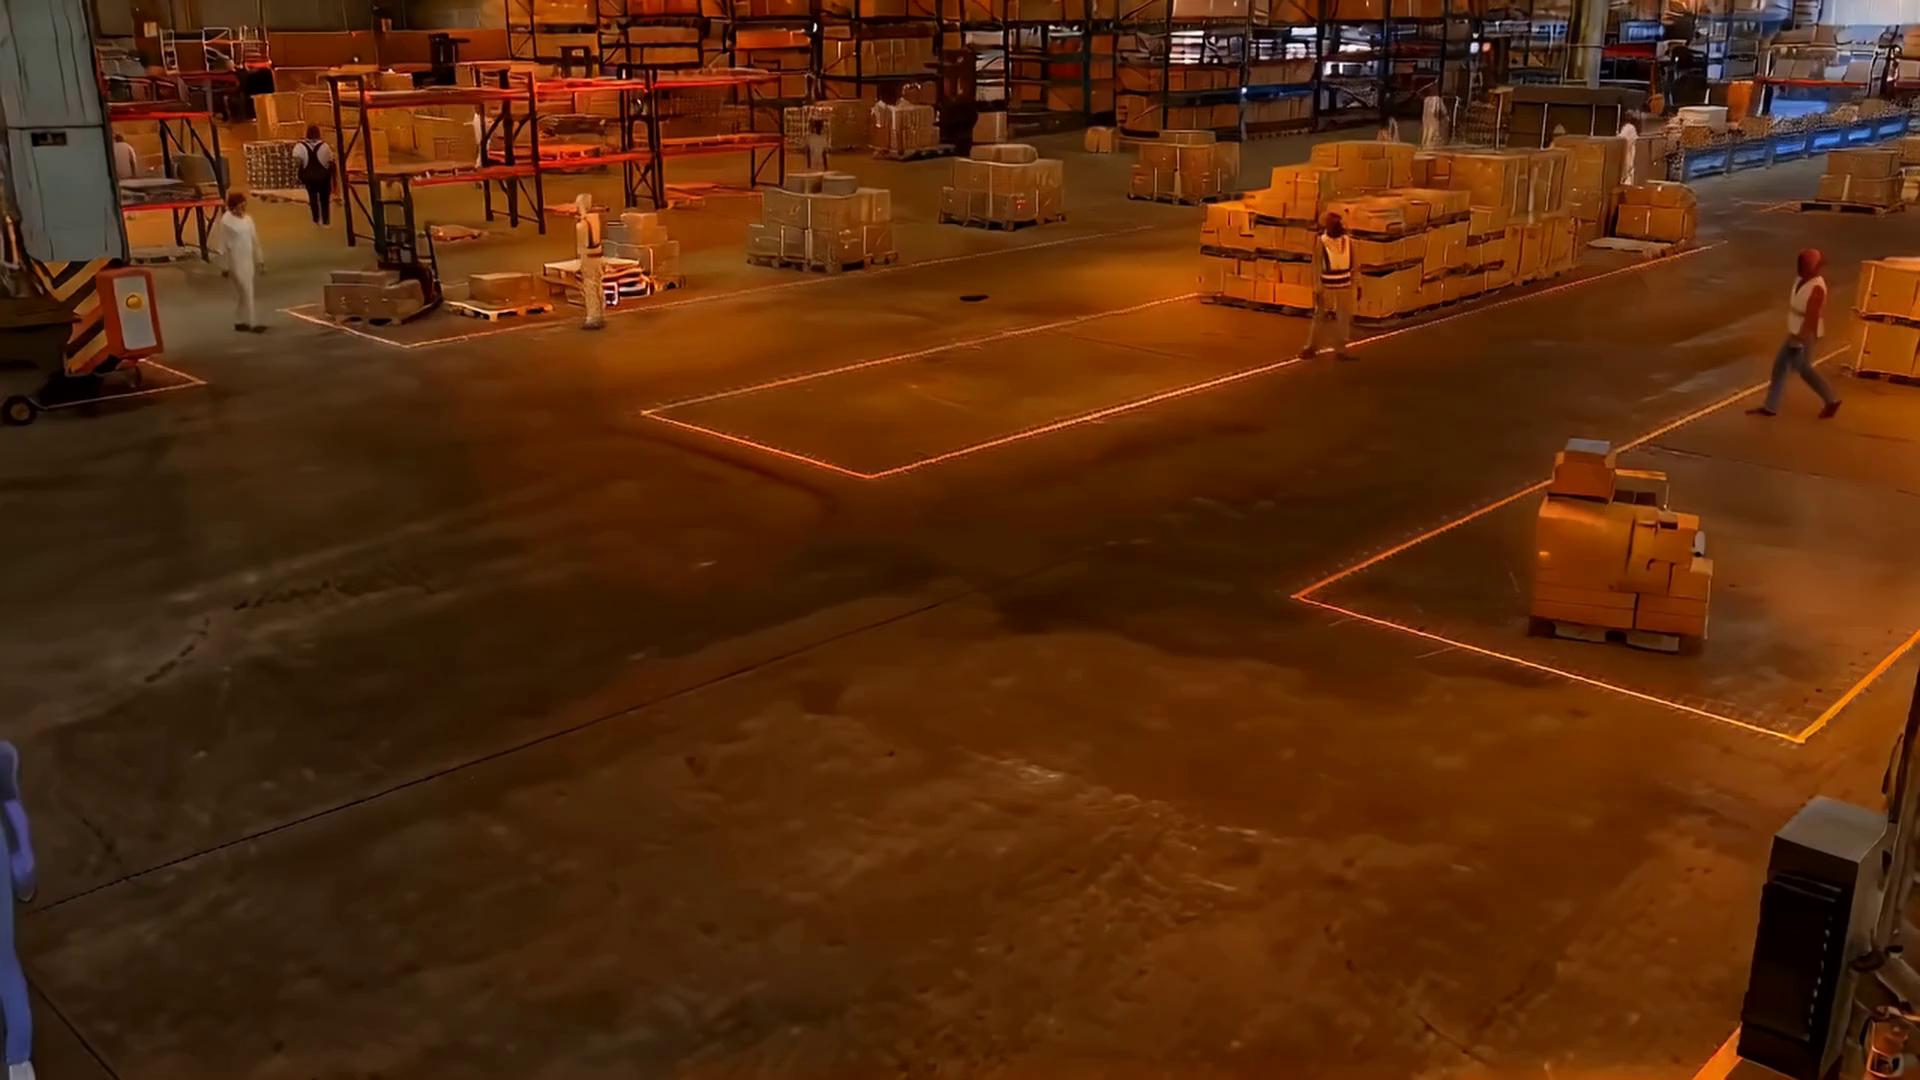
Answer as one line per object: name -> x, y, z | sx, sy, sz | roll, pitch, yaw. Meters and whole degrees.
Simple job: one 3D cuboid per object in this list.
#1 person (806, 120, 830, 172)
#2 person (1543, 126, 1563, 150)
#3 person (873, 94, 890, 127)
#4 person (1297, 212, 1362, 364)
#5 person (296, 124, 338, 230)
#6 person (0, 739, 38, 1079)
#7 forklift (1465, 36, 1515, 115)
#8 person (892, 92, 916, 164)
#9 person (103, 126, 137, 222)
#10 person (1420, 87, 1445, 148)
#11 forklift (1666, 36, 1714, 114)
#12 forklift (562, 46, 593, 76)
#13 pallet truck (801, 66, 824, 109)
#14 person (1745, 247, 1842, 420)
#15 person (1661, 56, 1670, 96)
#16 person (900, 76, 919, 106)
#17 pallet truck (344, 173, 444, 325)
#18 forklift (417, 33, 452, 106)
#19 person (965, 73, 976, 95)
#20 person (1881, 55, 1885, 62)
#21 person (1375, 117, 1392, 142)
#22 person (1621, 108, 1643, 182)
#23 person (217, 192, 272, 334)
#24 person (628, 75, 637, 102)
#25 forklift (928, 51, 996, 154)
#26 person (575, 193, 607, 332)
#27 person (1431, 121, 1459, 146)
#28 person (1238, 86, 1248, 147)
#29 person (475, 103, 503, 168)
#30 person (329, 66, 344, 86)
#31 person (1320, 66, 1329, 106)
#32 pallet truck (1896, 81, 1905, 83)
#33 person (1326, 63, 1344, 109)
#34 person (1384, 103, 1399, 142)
person -> -3.047, -8.099, 35.793 | 0.510, 1.847, 0.386 | 17, 25, 41
person -> 11.783, -7.239, 33.065 | 0.551, 1.934, 0.373 | -2, 18, -6
person -> -2.265, -12.118, 48.264 | 0.511, 1.623, 0.398 | 3, 19, 8
person -> 4.666, -3.161, 20.849 | 0.737, 1.897, 0.431 | -2, 18, -7
person -> -12.596, -7.166, 32.685 | 0.701, 2.000, 0.972 | -4, 19, -11
person -> -4.272, 1.417, 7.162 | 0.528, 1.834, 0.927 | -9, 20, -25
forklift -> 19.973, -17.201, 61.605 | 1.873, 2.768, 1.129 | 16, 24, 40
person -> -1.530, -11.146, 44.916 | 0.633, 1.898, 1.010 | -4, 19, -12
person -> -16.923, -7.393, 33.608 | 0.926, 1.891, 0.588 | 16, 24, 39
person -> 13.310, -11.796, 46.894 | 0.653, 1.875, 0.873 | 14, 23, 37
forklift -> 27.341, -17.291, 61.877 | 1.129, 2.768, 1.873 | 17, 25, 41
forklift -> -11.780, -13.891, 51.633 | 1.873, 2.768, 1.129 | 17, 25, 41
pallet truck -> -4.812, -15.182, 56.903 | 0.823, 1.965, 1.885 | -9, 21, -26
person -> 9.199, -2.232, 18.072 | 0.889, 1.886, 0.592 | 1, 18, 4
person -> 29.995, -19.657, 70.767 | 0.342, 1.773, 0.527 | -3, 19, -9
person -> -1.586, -13.547, 52.099 | 0.661, 1.921, 0.438 | -5, 19, -14
pallet truck -> -8.209, -4.181, 23.757 | 0.823, 1.965, 1.885 | 3, 19, 9
forklift -> -20.513, -18.593, 65.801 | 1.873, 2.768, 1.129 | 10, 21, 27
person -> 0.238, -14.668, 55.503 | 0.578, 1.895, 0.918 | 17, 25, 42
person -> 38.964, -19.518, 70.210 | 0.722, 1.852, 0.784 | -12, 22, -32
person -> 9.783, -8.927, 38.550 | 0.321, 1.689, 0.549 | 15, 24, 39
person -> 14.764, -8.589, 37.006 | 0.726, 2.018, 0.607 | 14, 23, 36
person -> -9.683, -3.763, 22.634 | 0.817, 1.904, 0.654 | 4, 19, 12
person -> -11.701, -15.594, 58.766 | 0.541, 1.599, 0.835 | -1, 18, -2
forklift -> 0.059, -12.559, 47.621 | 1.129, 2.768, 1.873 | 17, 25, 41
person -> -5.083, -3.804, 22.800 | 0.344, 1.882, 0.585 | 5, 19, 14
person -> 10.005, -7.640, 34.284 | 0.636, 1.921, 0.975 | -2, 18, -6
person -> 8.422, -12.634, 49.603 | 0.343, 1.756, 0.518 | 8, 20, 24
person -> -11.797, -10.000, 41.618 | 1.000, 1.787, 0.628 | 7, 20, 21
person -> -22.208, -15.925, 59.298 | 0.570, 1.892, 0.606 | -16, 24, -40
person -> 14.522, -18.273, 66.858 | 0.513, 1.592, 0.866 | -6, 19, -17
pallet truck -> 34.802, -16.331, 61.455 | 0.653, 1.274, 1.630 | 17, 25, 41
person -> 13.658, -16.322, 60.430 | 1.023, 1.951, 0.620 | -12, 22, -33
person -> 10.346, -9.550, 40.086 | 0.464, 1.898, 0.632 | 6, 19, 17
